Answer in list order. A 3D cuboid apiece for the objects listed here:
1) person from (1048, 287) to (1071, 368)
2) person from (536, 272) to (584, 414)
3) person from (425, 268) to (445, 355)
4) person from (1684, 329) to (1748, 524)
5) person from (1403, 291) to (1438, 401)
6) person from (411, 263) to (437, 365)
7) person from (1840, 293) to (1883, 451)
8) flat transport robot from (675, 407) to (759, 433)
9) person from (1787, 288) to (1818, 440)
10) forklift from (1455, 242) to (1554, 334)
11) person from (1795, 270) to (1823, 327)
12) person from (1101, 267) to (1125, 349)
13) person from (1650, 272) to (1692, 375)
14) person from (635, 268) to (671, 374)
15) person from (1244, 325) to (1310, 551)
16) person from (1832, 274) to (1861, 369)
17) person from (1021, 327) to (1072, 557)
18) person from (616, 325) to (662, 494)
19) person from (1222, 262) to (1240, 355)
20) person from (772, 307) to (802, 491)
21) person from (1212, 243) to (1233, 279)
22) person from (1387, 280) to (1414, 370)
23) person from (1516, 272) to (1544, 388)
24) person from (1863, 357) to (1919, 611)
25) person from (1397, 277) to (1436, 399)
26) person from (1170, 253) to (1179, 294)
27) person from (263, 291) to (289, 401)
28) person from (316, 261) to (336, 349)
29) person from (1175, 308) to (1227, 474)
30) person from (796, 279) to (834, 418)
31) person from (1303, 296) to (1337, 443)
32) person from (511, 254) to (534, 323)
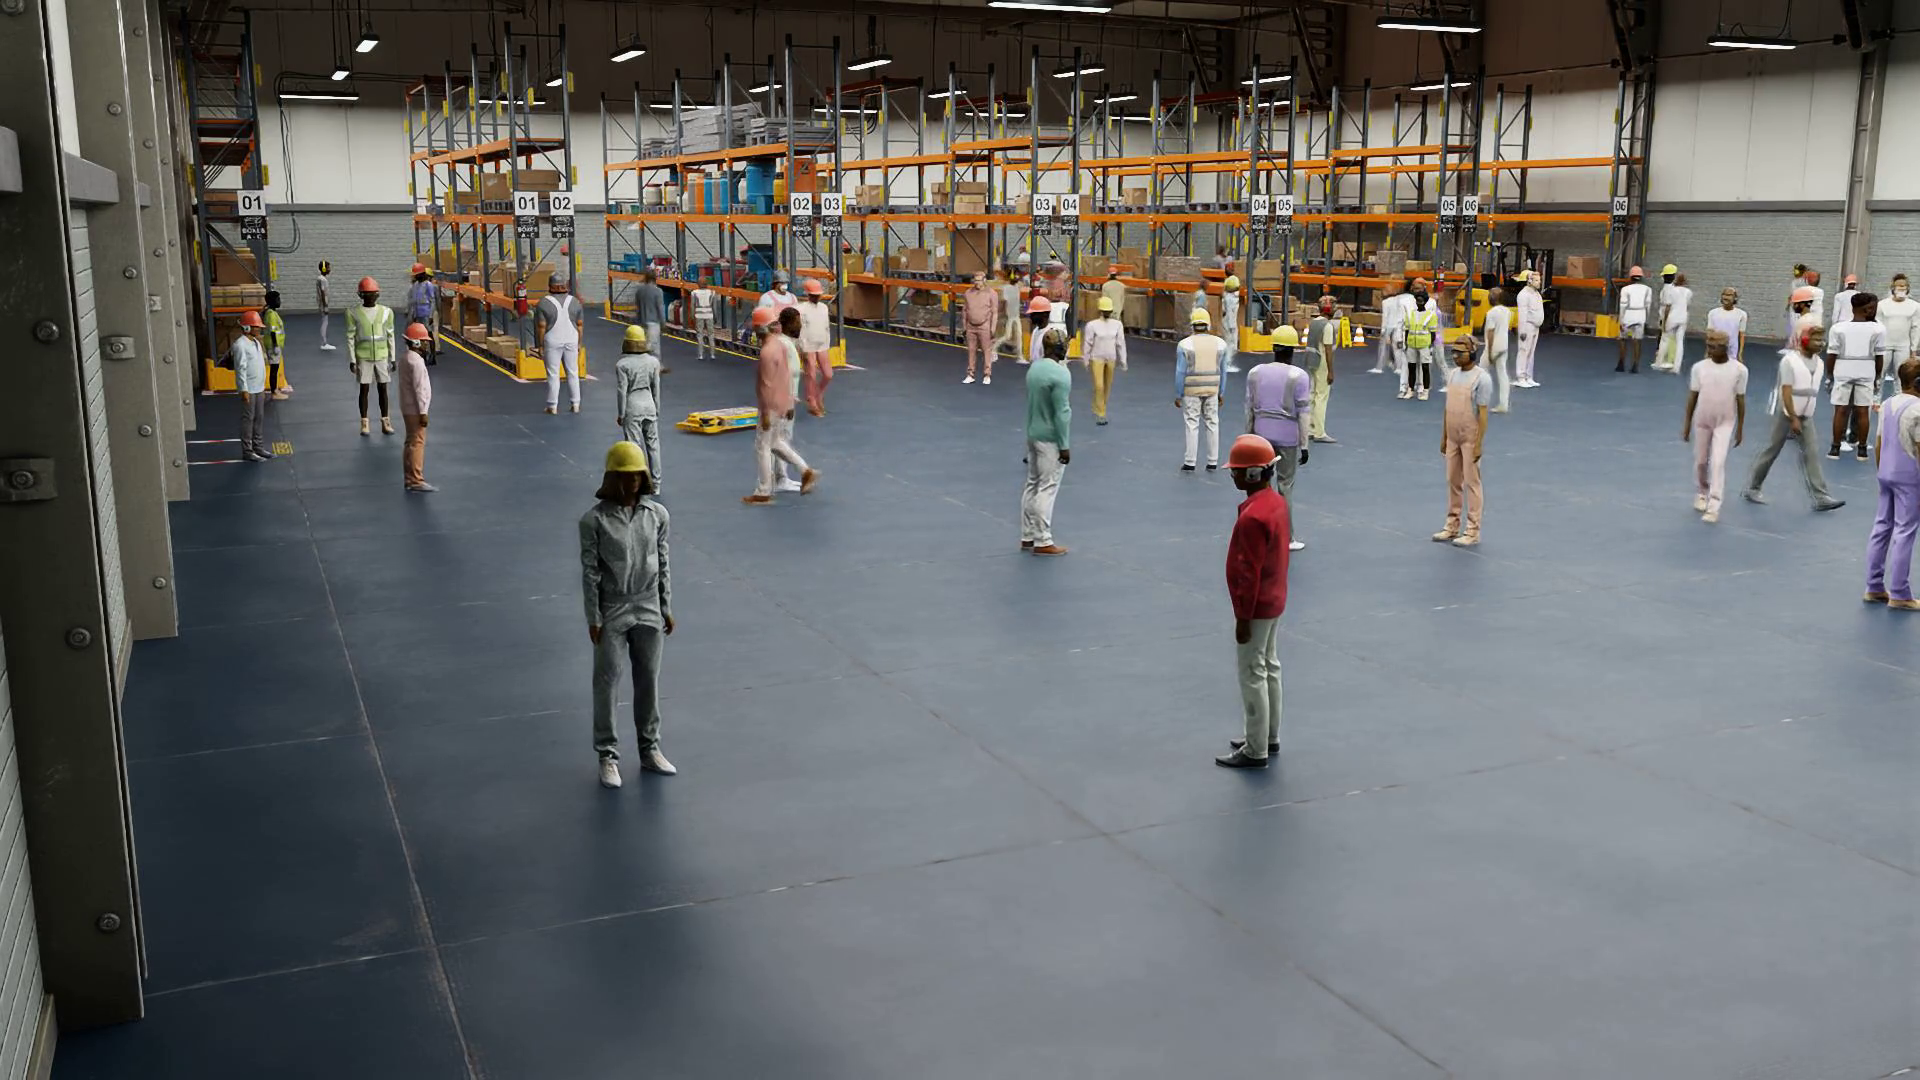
[{"bbox_3d":[1.616,-3.432,27.990,0.514,1.642,0.310,1,11,7],"label":"person"},{"bbox_3d":[-5.792,-2.845,23.987,0.687,2.000,0.538,-7,13,-32],"label":"person"},{"bbox_3d":[-10.805,-4.648,33.877,0.523,1.760,0.327,1,11,4],"label":"person"},{"bbox_3d":[7.161,-1.097,15.751,0.537,1.801,0.889,10,15,41],"label":"person"},{"bbox_3d":[7.083,-2.989,25.622,0.533,1.694,0.319,10,15,40],"label":"person"},{"bbox_3d":[-10.187,-4.271,31.526,0.543,1.928,0.373,7,13,32],"label":"person"},{"bbox_3d":[10.950,-2.052,20.277,0.596,1.915,0.374,-4,12,-22],"label":"person"},{"bbox_3d":[-3.046,-1.623,22.291,0.652,0.197,1.431,10,15,42],"label":"flat transport robot"},{"bbox_3d":[10.705,-2.242,21.233,0.386,1.924,0.548,8,14,35],"label":"person"},{"bbox_3d":[13.047,-6.049,39.881,2.313,2.155,1.214,-5,12,-23],"label":"forklift"},{"bbox_3d":[14.938,-3.812,29.329,0.477,1.871,0.590,-3,11,-14],"label":"person"},{"bbox_3d":[3.230,-4.909,35.264,0.571,1.736,0.412,-4,12,-19],"label":"person"},{"bbox_3d":[12.824,-3.898,29.931,0.527,1.802,0.886,-1,11,-3],"label":"person"},{"bbox_3d":[-5.512,-3.848,29.414,0.641,1.909,0.930,9,15,40],"label":"person"},{"bbox_3d":[2.724,-0.867,14.229,0.594,1.924,0.382,9,14,38],"label":"person"},{"bbox_3d":[16.280,-3.986,30.519,0.564,1.752,0.339,1,11,6],"label":"person"},{"bbox_3d":[0.745,-0.831,14.076,0.394,1.927,0.642,-4,12,-20],"label":"person"},{"bbox_3d":[-3.280,-1.310,16.948,0.486,1.744,0.294,-9,15,-40],"label":"person"},{"bbox_3d":[5.505,-4.714,33.891,0.337,1.881,0.584,6,13,28],"label":"person"},{"bbox_3d":[-1.825,-1.460,17.302,0.396,1.910,0.587,-2,11,-9],"label":"person"},{"bbox_3d":[7.504,-7.507,47.682,0.692,2.000,0.763,-8,13,-34],"label":"person"},{"bbox_3d":[8.097,-3.884,30.251,0.620,1.665,0.346,9,14,39],"label":"person"},{"bbox_3d":[9.469,-3.489,27.604,0.407,1.908,0.642,9,14,38],"label":"person"},{"bbox_3d":[6.873,-0.409,12.108,0.345,1.847,0.507,-2,11,-10],"label":"person"},{"bbox_3d":[7.061,-3.120,25.788,0.575,1.885,0.355,4,12,18],"label":"person"},{"bbox_3d":[6.650,-8.026,51.350,0.277,1.636,0.504,-2,11,-12],"label":"person"},{"bbox_3d":[-10.565,-2.991,25.629,0.320,1.690,0.537,-4,12,-22],"label":"person"},{"bbox_3d":[-13.457,-4.965,35.236,0.319,1.861,0.515,-5,12,-22],"label":"person"},{"bbox_3d":[2.656,-1.647,18.443,0.591,1.829,0.404,-2,11,-12],"label":"person"},{"bbox_3d":[-2.039,-2.690,23.409,0.619,1.960,0.453,-10,15,-43],"label":"person"},{"bbox_3d":[4.537,-2.149,20.951,0.373,1.843,0.572,-2,11,-11],"label":"person"},{"bbox_3d":[-11.536,-6.628,43.862,0.990,1.801,0.566,8,14,35],"label":"person"}]
